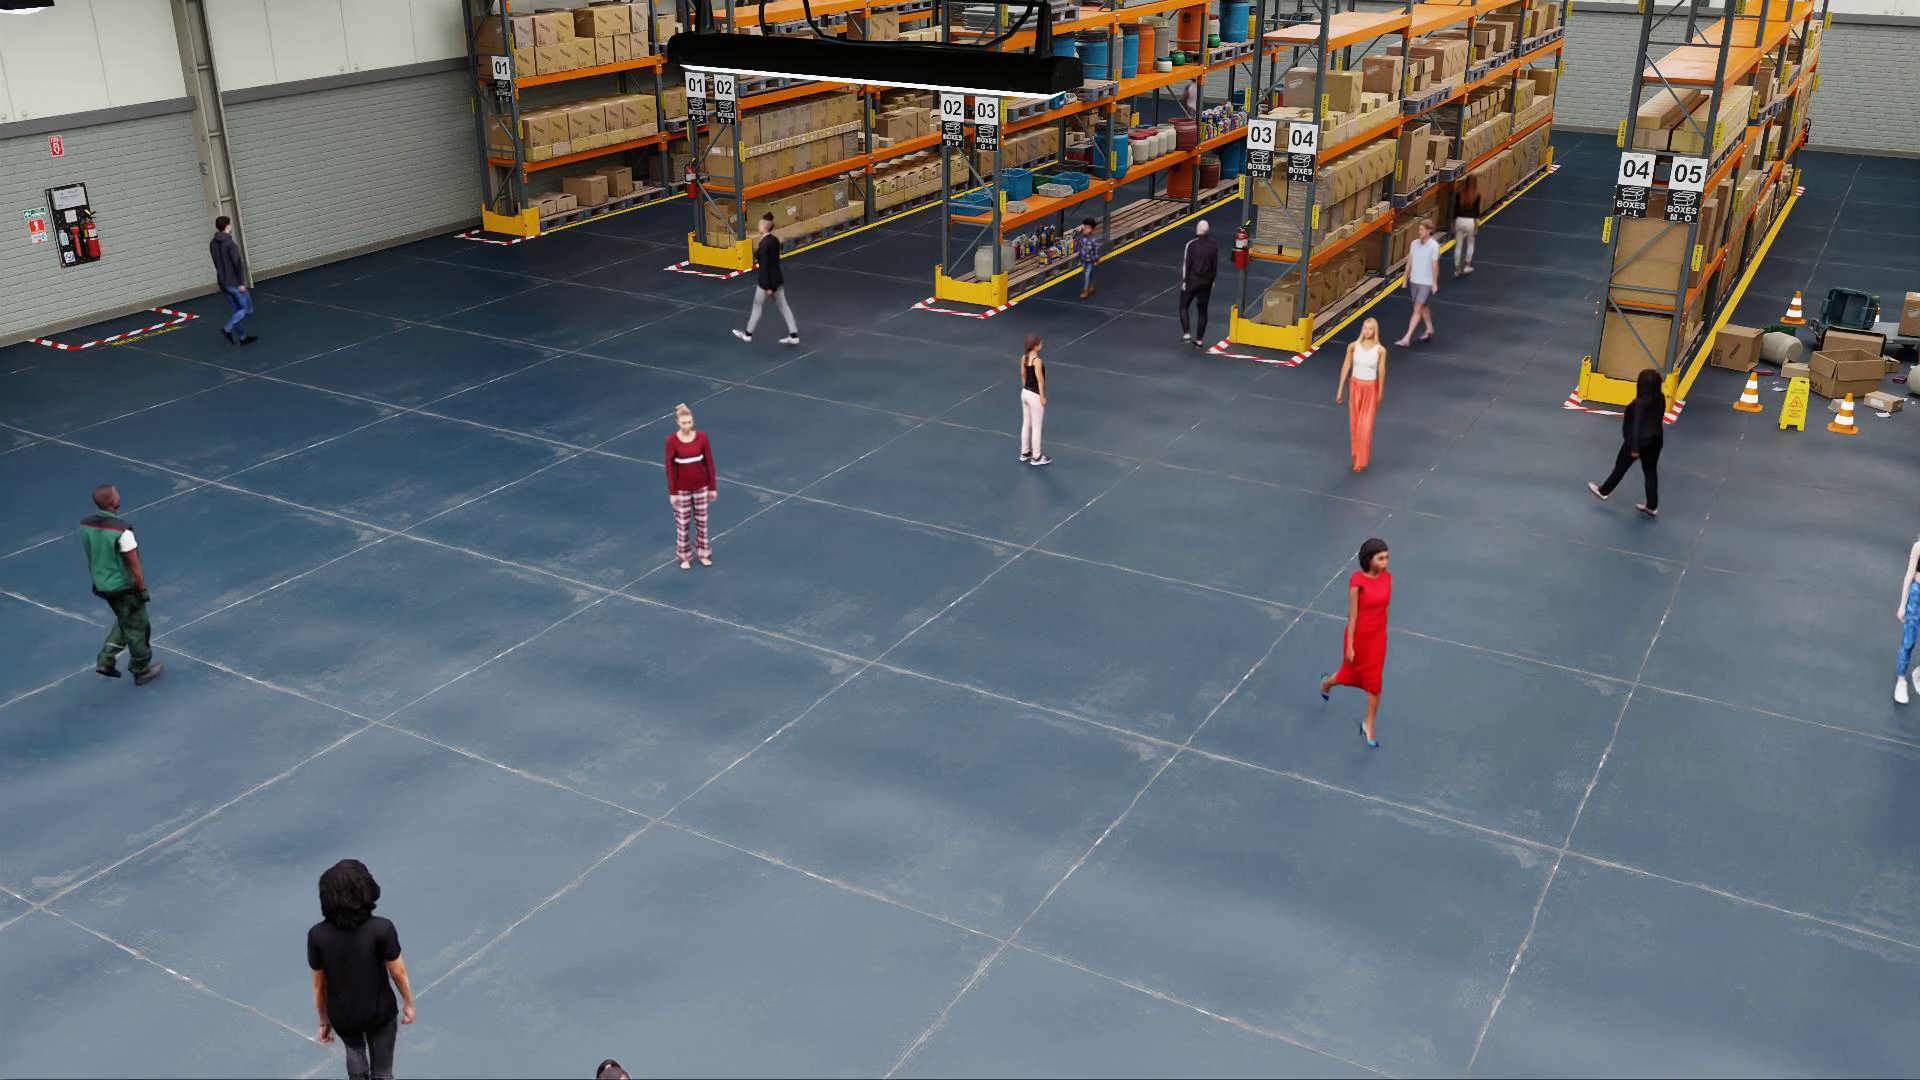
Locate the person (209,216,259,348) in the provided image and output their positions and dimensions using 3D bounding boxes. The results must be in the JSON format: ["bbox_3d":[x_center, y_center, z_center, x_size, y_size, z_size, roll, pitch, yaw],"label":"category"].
[{"bbox_3d":[-10.417,-3.638,23.645,0.686,1.880,0.873,12,26,26],"label":"person"}]

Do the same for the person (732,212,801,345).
[{"bbox_3d":[-2.611,-3.689,23.746,0.919,1.895,1.211,8,24,18],"label":"person"}]

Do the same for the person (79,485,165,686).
[{"bbox_3d":[-7.211,0.429,14.146,0.719,1.831,0.815,10,25,21],"label":"person"}]

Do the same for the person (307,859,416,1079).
[{"bbox_3d":[-3.269,2.605,9.040,0.791,1.821,0.840,-4,23,-9],"label":"person"}]

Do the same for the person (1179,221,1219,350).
[{"bbox_3d":[3.428,-3.593,23.618,0.807,1.820,0.855,-5,24,-12],"label":"person"}]

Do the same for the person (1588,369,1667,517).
[{"bbox_3d":[7.409,-1.011,17.860,1.096,1.573,1.022,-15,27,-31],"label":"person"}]

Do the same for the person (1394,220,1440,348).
[{"bbox_3d":[6.695,-3.689,23.883,1.273,1.788,1.008,-15,27,-31],"label":"person"}]

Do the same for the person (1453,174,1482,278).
[{"bbox_3d":[8.344,-5.188,27.537,0.610,1.687,0.766,12,26,27],"label":"person"}]

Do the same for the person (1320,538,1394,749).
[{"bbox_3d":[3.213,0.794,13.431,1.019,1.719,1.013,-10,25,-22],"label":"person"}]

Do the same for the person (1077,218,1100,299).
[{"bbox_3d":[2.068,-4.503,26.508,0.528,1.231,0.839,15,27,31],"label":"person"}]

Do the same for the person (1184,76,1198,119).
[{"bbox_3d":[5.545,-10.283,39.618,0.760,1.610,0.905,3,23,6],"label":"person"}]

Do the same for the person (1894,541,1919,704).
[{"bbox_3d":[8.083,0.529,13.985,0.640,1.771,0.702,7,24,15],"label":"person"}]

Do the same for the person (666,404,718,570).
[{"bbox_3d":[-2.679,-0.533,16.572,0.658,1.702,0.754,-10,25,-22],"label":"person"}]

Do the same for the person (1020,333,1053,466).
[{"bbox_3d":[0.854,-1.660,19.396,0.639,1.565,0.616,-14,27,-30],"label":"person"}]

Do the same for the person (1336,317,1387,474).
[{"bbox_3d":[4.684,-1.716,19.250,0.629,1.783,0.863,14,27,30],"label":"person"}]
